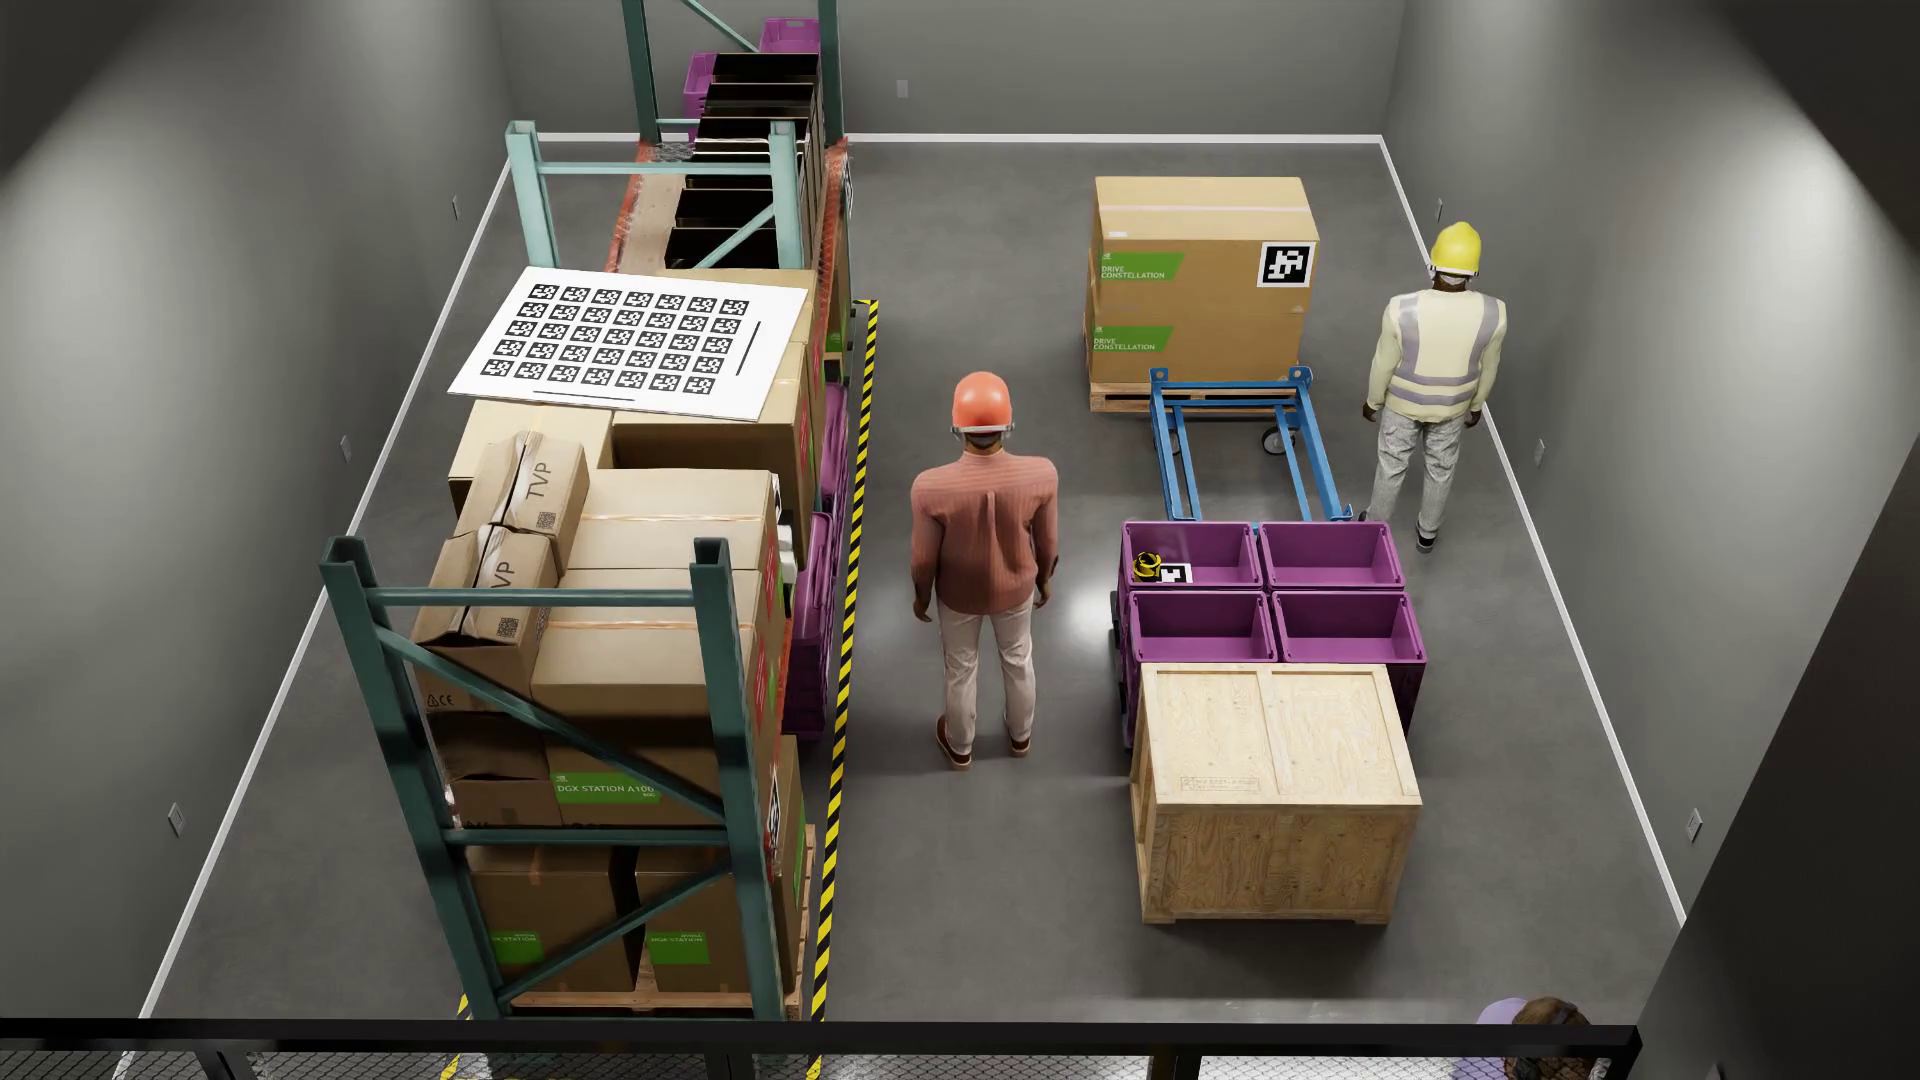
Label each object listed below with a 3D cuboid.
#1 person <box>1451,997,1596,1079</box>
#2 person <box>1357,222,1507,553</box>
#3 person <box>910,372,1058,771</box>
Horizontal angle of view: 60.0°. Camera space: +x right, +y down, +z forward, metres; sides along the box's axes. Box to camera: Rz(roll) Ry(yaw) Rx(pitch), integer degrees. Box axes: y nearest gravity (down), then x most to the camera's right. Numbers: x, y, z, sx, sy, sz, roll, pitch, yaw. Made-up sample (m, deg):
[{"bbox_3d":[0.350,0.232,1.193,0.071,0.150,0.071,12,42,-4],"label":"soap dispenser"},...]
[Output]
[{"bbox_3d":[1.528,1.941,4.902,0.372,1.938,0.630,11,42,12],"label":"person"},{"bbox_3d":[2.239,-0.700,7.990,0.587,1.835,0.403,3,41,3],"label":"person"},{"bbox_3d":[0.092,0.160,6.891,0.614,1.990,0.401,-8,42,-9],"label":"person"}]
